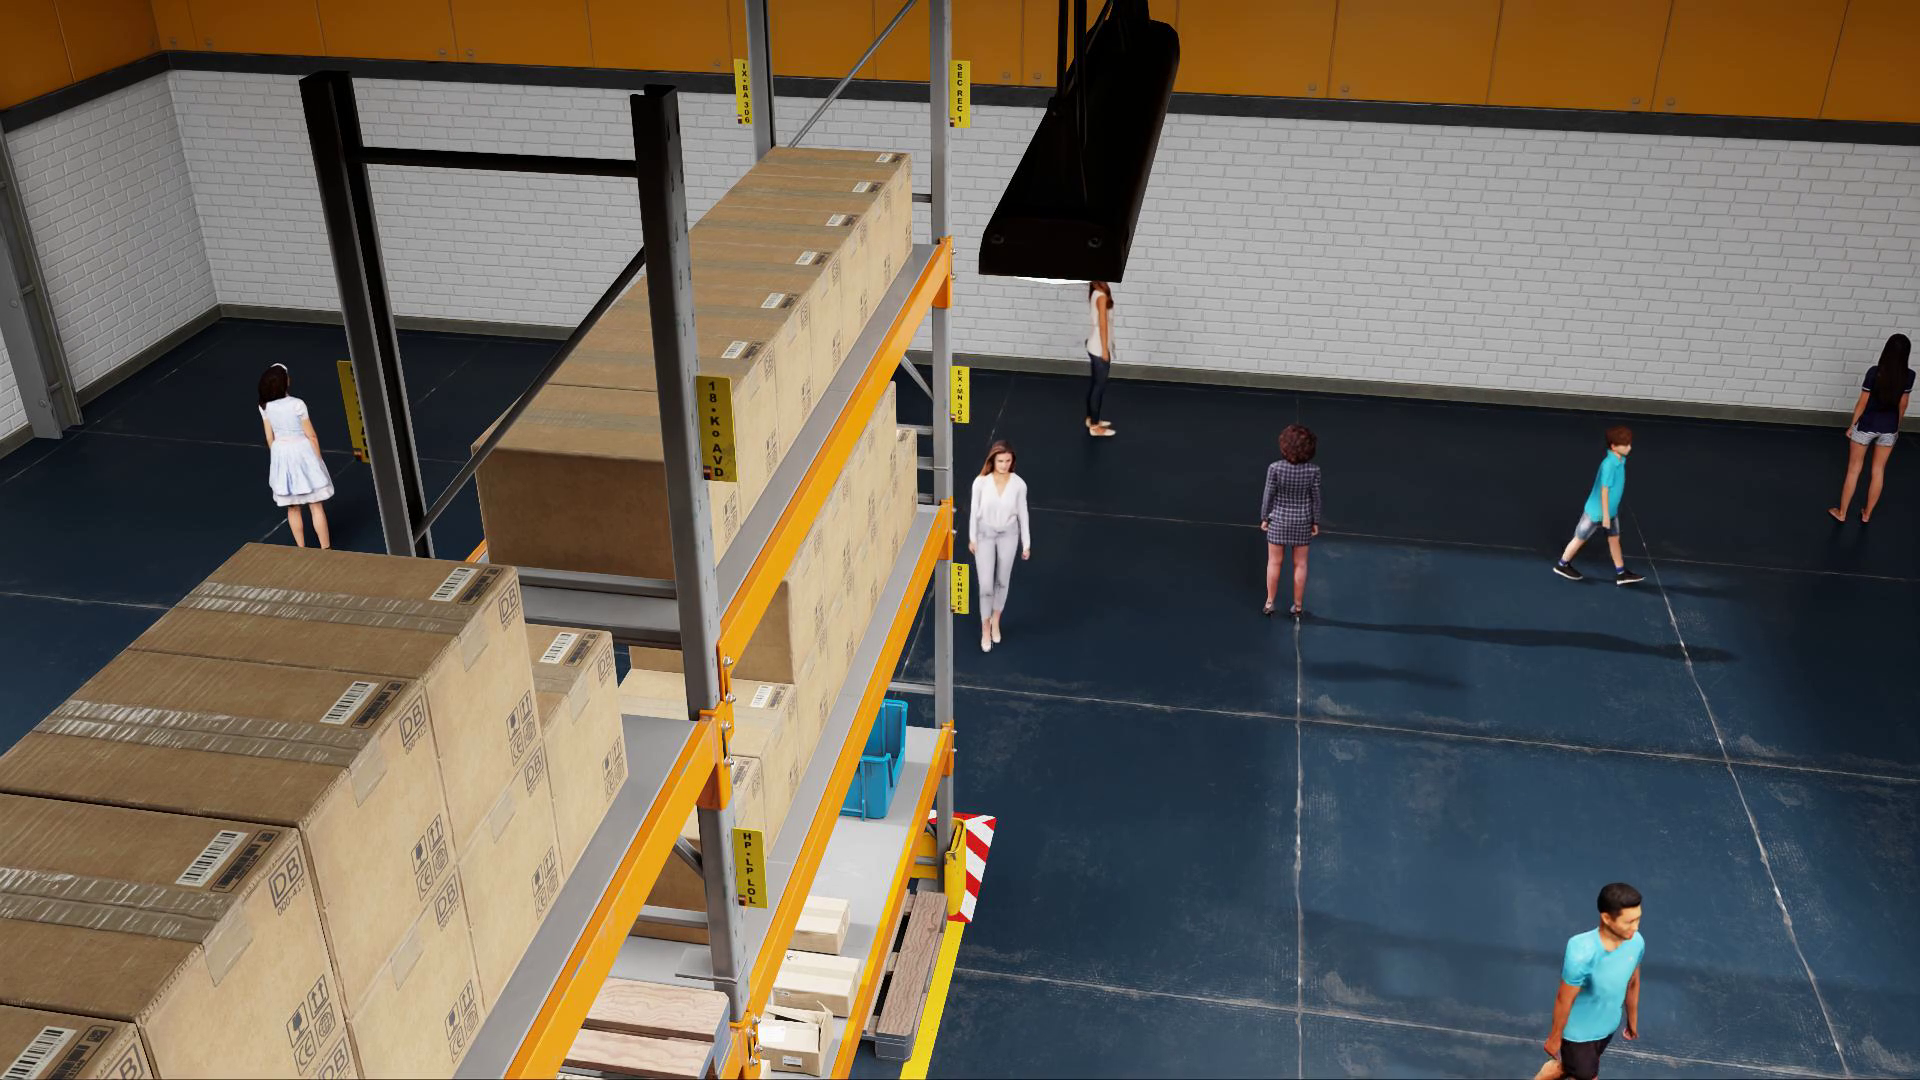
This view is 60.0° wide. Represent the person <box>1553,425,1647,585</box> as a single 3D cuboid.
[{"bbox_3d":[5.232,-0.293,13.733,0.904,1.414,0.957,22,35,34],"label":"person"}]

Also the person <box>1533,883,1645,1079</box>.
[{"bbox_3d":[3.124,2.410,8.429,1.000,1.748,1.104,-14,32,-25],"label":"person"}]

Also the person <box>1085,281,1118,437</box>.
[{"bbox_3d":[1.334,-1.891,16.276,0.709,1.784,0.553,-1,29,-2],"label":"person"}]

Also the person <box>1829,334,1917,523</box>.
[{"bbox_3d":[8.043,-0.973,14.612,0.564,1.766,0.511,5,29,9],"label":"person"}]

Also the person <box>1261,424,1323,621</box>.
[{"bbox_3d":[2.608,-0.128,13.130,0.605,1.702,0.531,5,29,9],"label":"person"}]

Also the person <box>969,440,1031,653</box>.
[{"bbox_3d":[0.278,-0.003,12.848,0.691,1.754,0.707,-2,29,-4],"label":"person"}]

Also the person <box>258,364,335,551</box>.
[{"bbox_3d":[-5.540,-0.616,13.903,0.731,1.818,0.756,1,29,2],"label":"person"}]
